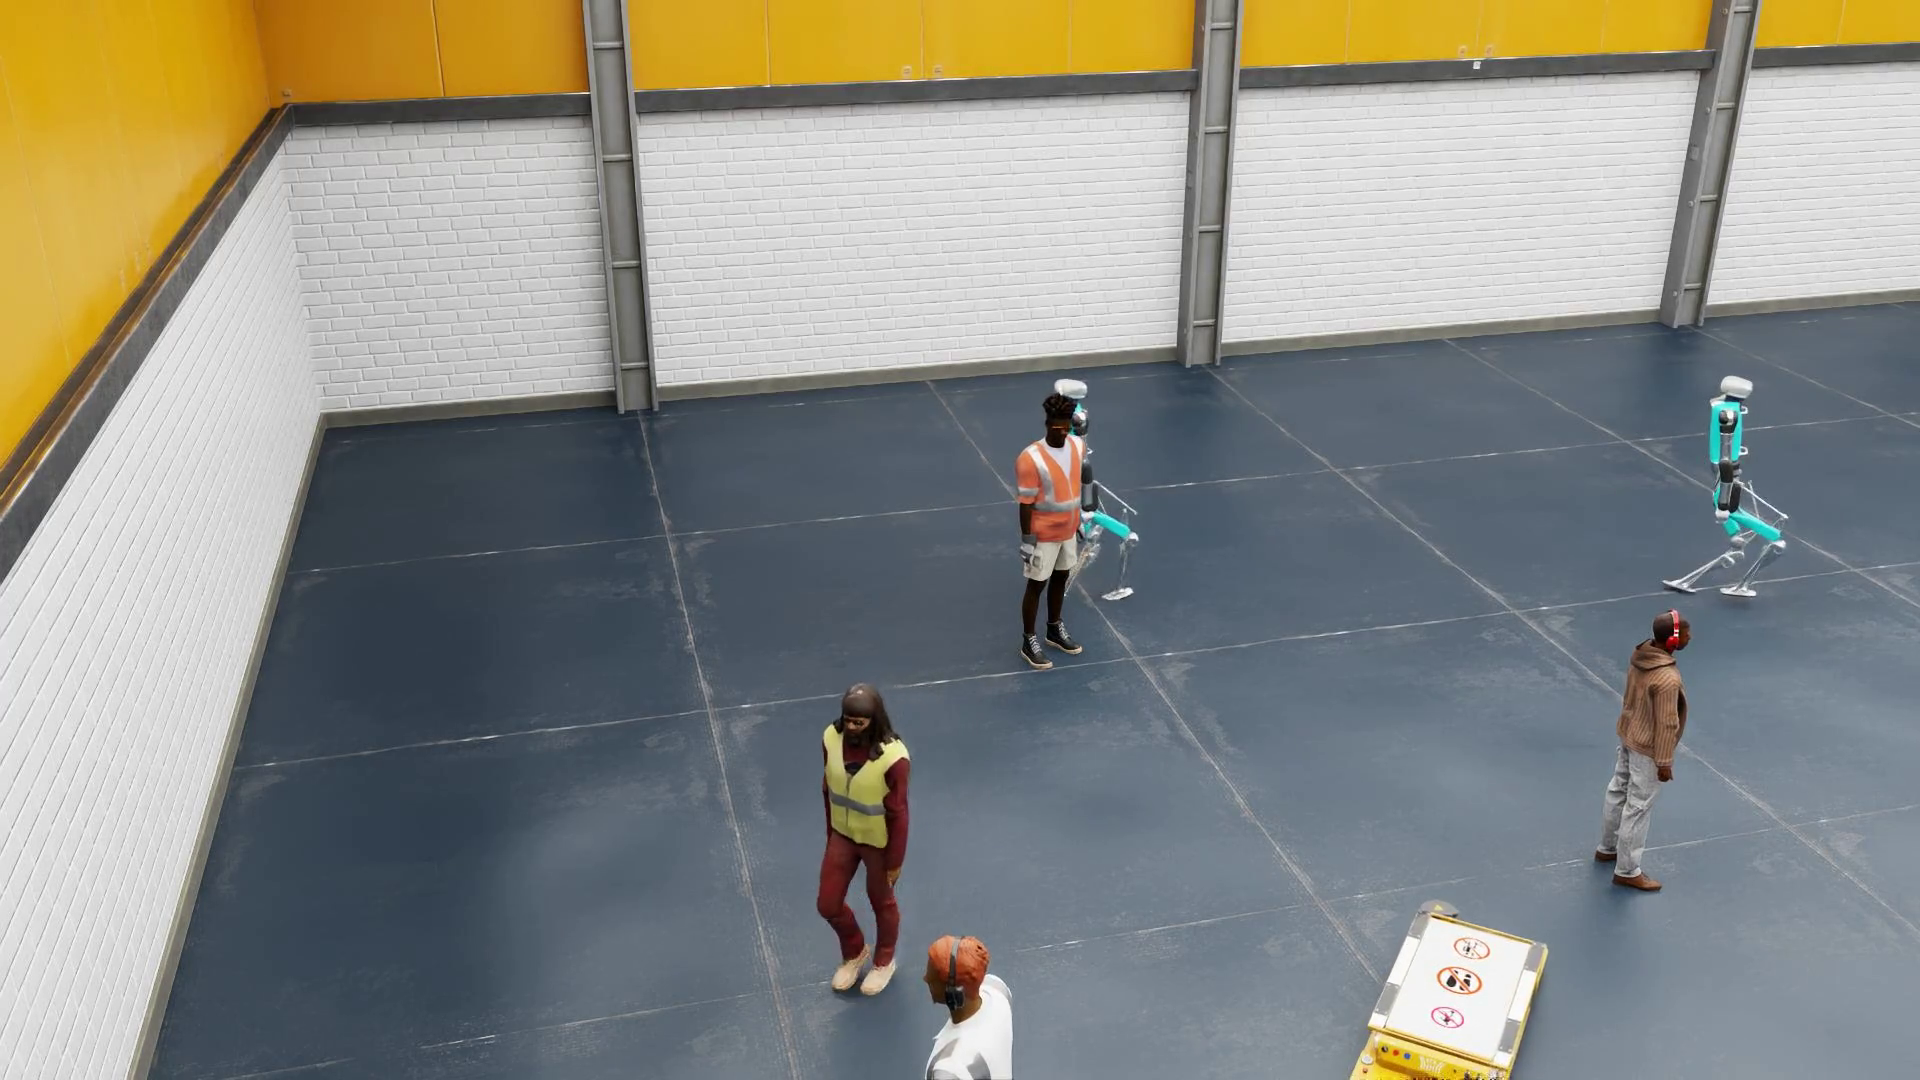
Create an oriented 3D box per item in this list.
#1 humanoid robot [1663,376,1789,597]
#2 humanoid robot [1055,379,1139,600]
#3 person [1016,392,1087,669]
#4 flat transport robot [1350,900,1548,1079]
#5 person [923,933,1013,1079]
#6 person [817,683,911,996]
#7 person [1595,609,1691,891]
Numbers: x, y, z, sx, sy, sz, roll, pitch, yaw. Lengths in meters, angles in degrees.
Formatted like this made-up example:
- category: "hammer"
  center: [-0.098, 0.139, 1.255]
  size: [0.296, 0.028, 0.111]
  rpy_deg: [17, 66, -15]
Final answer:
- category: "humanoid robot"
  center: [5.799, -0.320, 12.277]
  size: [0.884, 1.781, 0.542]
  rpy_deg: [8, 25, 18]
- category: "humanoid robot"
  center: [1.041, -0.353, 12.393]
  size: [0.873, 1.792, 0.573]
  rpy_deg: [-8, 25, -17]
- category: "person"
  center: [0.642, -0.076, 11.440]
  size: [0.612, 1.954, 0.361]
  rpy_deg: [-21, 32, -40]
- category: "flat transport robot"
  center: [2.424, 2.296, 8.146]
  size: [0.659, 0.231, 1.431]
  rpy_deg: [12, 26, 25]
- category: "person"
  center: [0.022, 2.268, 6.222]
  size: [0.354, 1.878, 0.566]
  rpy_deg: [9, 25, 19]
- category: "person"
  center: [-0.470, 1.489, 8.137]
  size: [0.494, 1.750, 0.486]
  rpy_deg: [11, 26, 24]
- category: "person"
  center: [3.731, 1.127, 9.079]
  size: [0.329, 1.651, 0.469]
  rpy_deg: [-1, 24, -2]
